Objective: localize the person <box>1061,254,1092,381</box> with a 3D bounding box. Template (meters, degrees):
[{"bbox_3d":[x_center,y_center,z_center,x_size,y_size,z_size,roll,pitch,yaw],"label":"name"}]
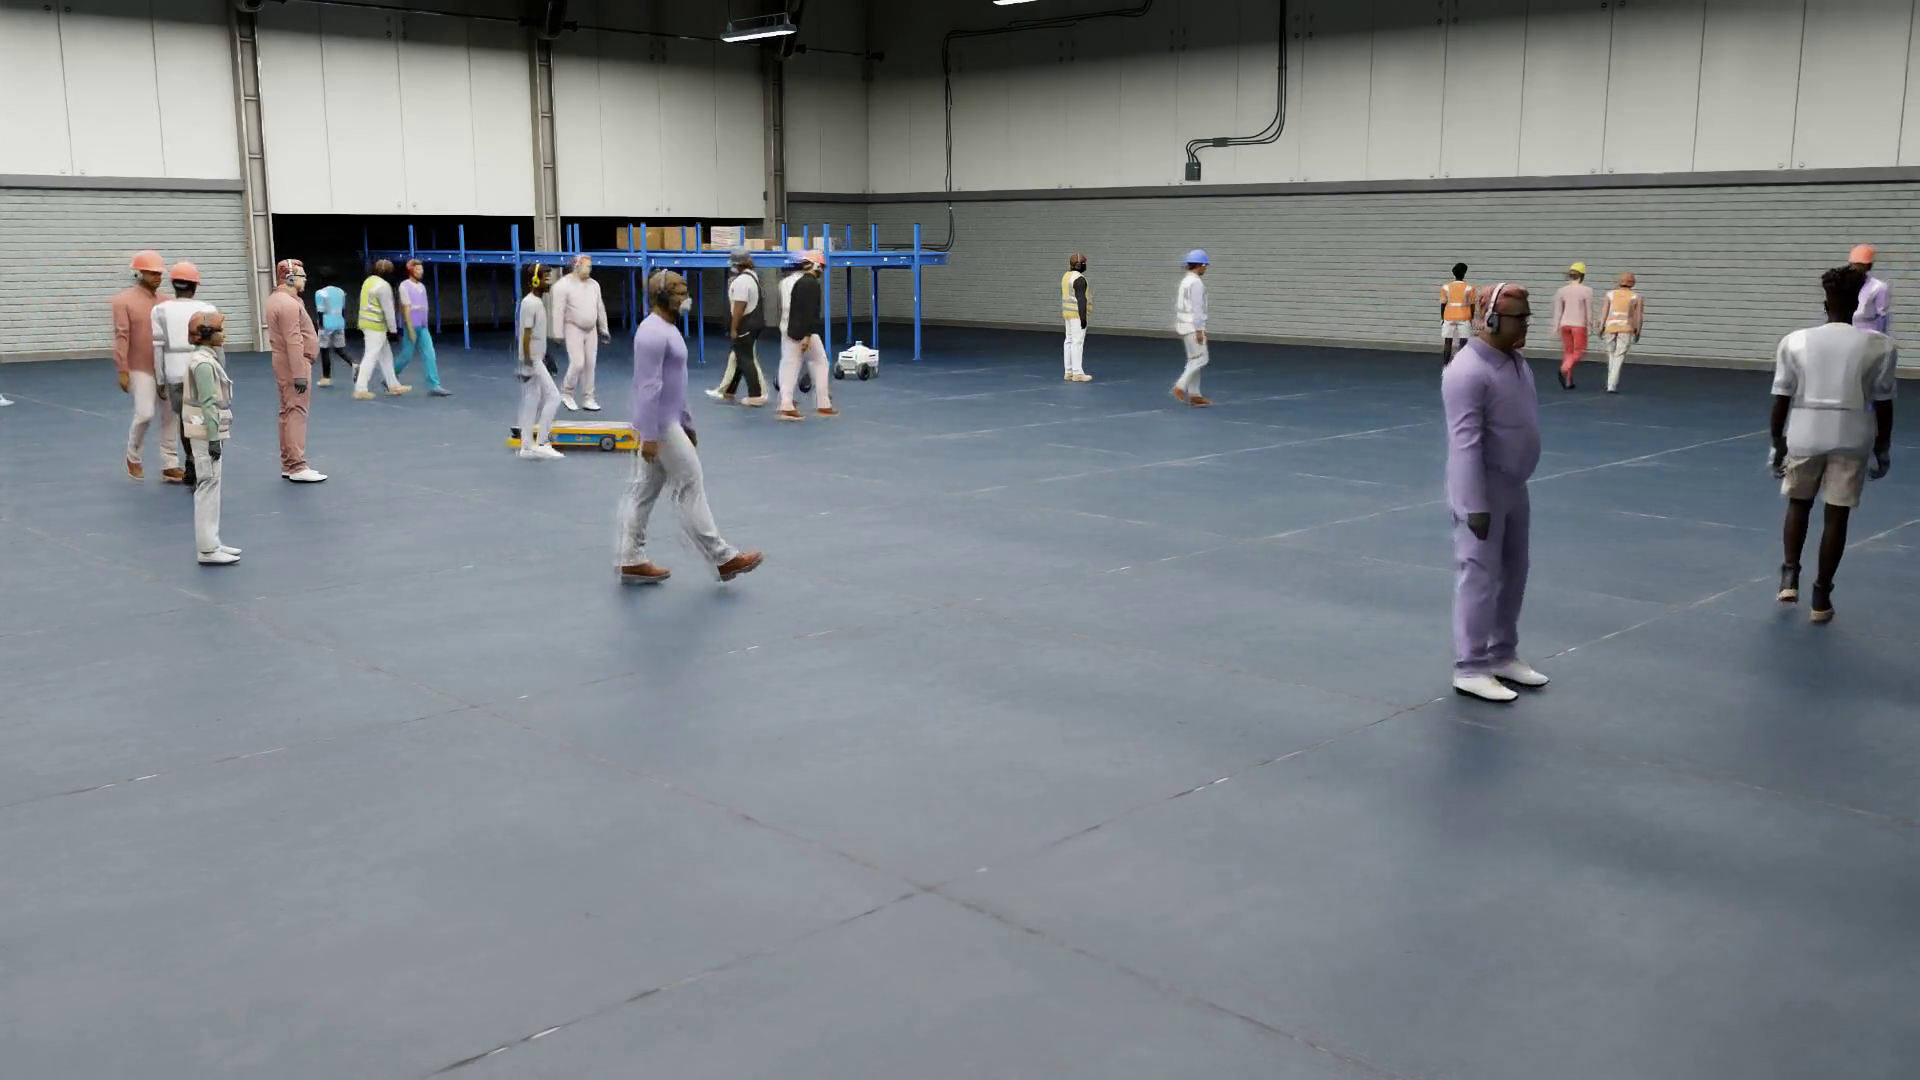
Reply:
[{"bbox_3d":[1.717,-3.259,24.342,0.429,1.842,0.633,-3,11,-18],"label":"person"}]

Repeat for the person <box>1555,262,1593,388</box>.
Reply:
[{"bbox_3d":[8.422,-2.950,22.906,0.576,1.745,0.521,-8,13,-39],"label":"person"}]

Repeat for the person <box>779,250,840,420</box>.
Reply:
[{"bbox_3d":[-1.782,-2.360,19.179,0.872,1.929,0.613,-8,13,-36],"label":"person"}]

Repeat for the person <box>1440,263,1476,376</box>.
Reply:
[{"bbox_3d":[7.499,-3.321,25.076,0.537,1.696,0.318,5,11,25],"label":"person"}]

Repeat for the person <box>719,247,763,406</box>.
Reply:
[{"bbox_3d":[-2.817,-2.707,20.906,0.779,2.000,0.729,1,10,7],"label":"person"}]

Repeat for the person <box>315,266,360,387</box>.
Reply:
[{"bbox_3d":[-8.743,-2.977,23.226,0.628,1.681,0.542,5,11,25],"label":"person"}]

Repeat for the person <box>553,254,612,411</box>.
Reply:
[{"bbox_3d":[-4.561,-2.509,20.117,0.453,1.889,0.686,8,13,37],"label":"person"}]

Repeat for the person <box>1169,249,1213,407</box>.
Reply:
[{"bbox_3d":[2.877,-2.591,20.436,0.519,1.933,0.663,-1,10,-4],"label":"person"}]

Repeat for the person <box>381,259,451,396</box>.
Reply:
[{"bbox_3d":[-7.251,-2.811,21.998,0.915,1.816,0.579,3,11,14],"label":"person"}]

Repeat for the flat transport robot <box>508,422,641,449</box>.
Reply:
[{"bbox_3d":[-3.758,-1.067,16.794,1.431,0.197,0.652,2,10,8],"label":"flat transport robot"}]

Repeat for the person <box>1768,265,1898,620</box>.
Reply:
[{"bbox_3d":[4.854,-0.545,9.265,0.603,1.950,0.503,7,13,35],"label":"person"}]

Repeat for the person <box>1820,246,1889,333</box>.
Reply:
[{"bbox_3d":[9.777,-2.218,18.246,1.100,1.979,0.612,-10,14,-43],"label":"person"}]

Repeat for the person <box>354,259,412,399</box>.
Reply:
[{"bbox_3d":[-7.557,-2.747,21.678,0.900,1.792,0.650,-8,13,-37],"label":"person"}]

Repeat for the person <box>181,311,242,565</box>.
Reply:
[{"bbox_3d":[-4.856,-0.664,10.773,0.319,1.628,0.508,-5,12,-25],"label":"person"}]

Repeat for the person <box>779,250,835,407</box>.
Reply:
[{"bbox_3d":[-1.936,-2.622,20.653,0.628,1.905,0.905,8,13,38],"label":"person"}]

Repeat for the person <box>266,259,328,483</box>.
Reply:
[{"bbox_3d":[-5.730,-1.461,14.365,0.405,1.904,0.653,-6,12,-31],"label":"person"}]

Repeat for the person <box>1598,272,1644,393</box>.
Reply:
[{"bbox_3d":[8.927,-2.800,22.445,0.528,1.602,0.694,8,13,39],"label":"person"}]

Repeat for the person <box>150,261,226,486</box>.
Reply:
[{"bbox_3d":[-6.556,-1.412,14.136,0.557,1.907,0.869,-3,11,-14],"label":"person"}]

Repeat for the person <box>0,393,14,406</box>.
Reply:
[{"bbox_3d":[-12.166,-2.518,20.681,0.605,1.708,0.502,-4,11,-19],"label":"person"}]

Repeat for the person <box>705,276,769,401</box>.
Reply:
[{"bbox_3d":[-2.838,-2.549,21.162,0.850,1.582,0.548,1,10,6],"label":"person"}]

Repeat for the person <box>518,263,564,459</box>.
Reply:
[{"bbox_3d":[-3.960,-1.688,15.762,0.575,1.848,0.525,-2,11,-13],"label":"person"}]

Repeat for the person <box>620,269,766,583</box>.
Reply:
[{"bbox_3d":[-1.651,-0.673,10.078,0.957,1.896,0.656,-1,10,-5],"label":"person"}]

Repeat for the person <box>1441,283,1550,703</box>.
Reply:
[{"bbox_3d":[2.458,-0.221,7.636,0.437,1.898,0.682,9,14,40],"label":"person"}]

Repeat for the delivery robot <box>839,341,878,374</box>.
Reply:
[{"bbox_3d":[-1.503,-2.708,24.710,0.477,0.478,0.707,5,12,25],"label":"delivery robot"}]

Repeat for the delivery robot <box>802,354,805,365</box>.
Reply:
[{"bbox_3d":[-2.176,-2.503,22.884,0.335,0.223,0.698,6,12,29],"label":"delivery robot"}]

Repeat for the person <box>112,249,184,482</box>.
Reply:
[{"bbox_3d":[-6.895,-1.481,14.232,0.457,1.988,0.632,6,12,30],"label":"person"}]
